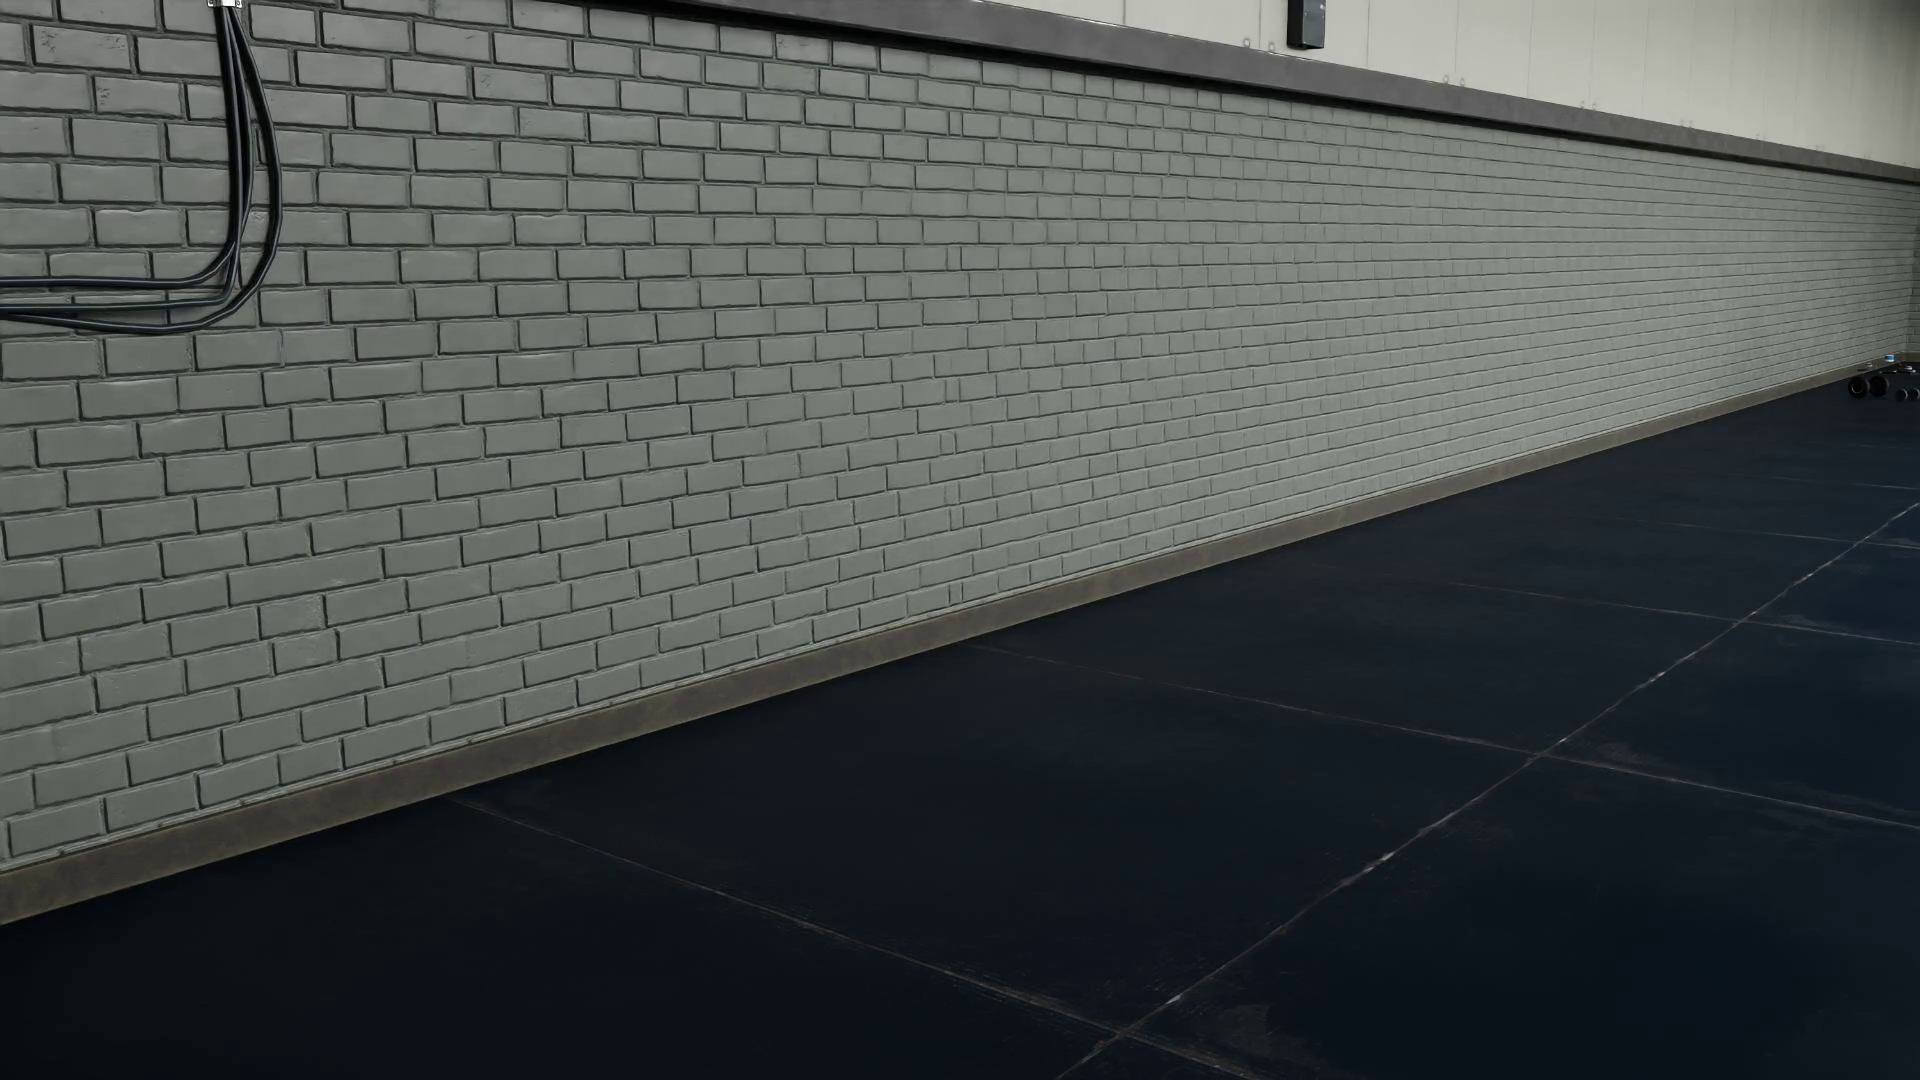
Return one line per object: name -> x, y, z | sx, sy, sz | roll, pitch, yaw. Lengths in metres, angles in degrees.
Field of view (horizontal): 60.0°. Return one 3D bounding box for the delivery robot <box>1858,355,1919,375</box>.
delivery robot -> 11.830, -2.240, 21.181 | 0.335, 0.223, 0.698 | -6, 12, -29
